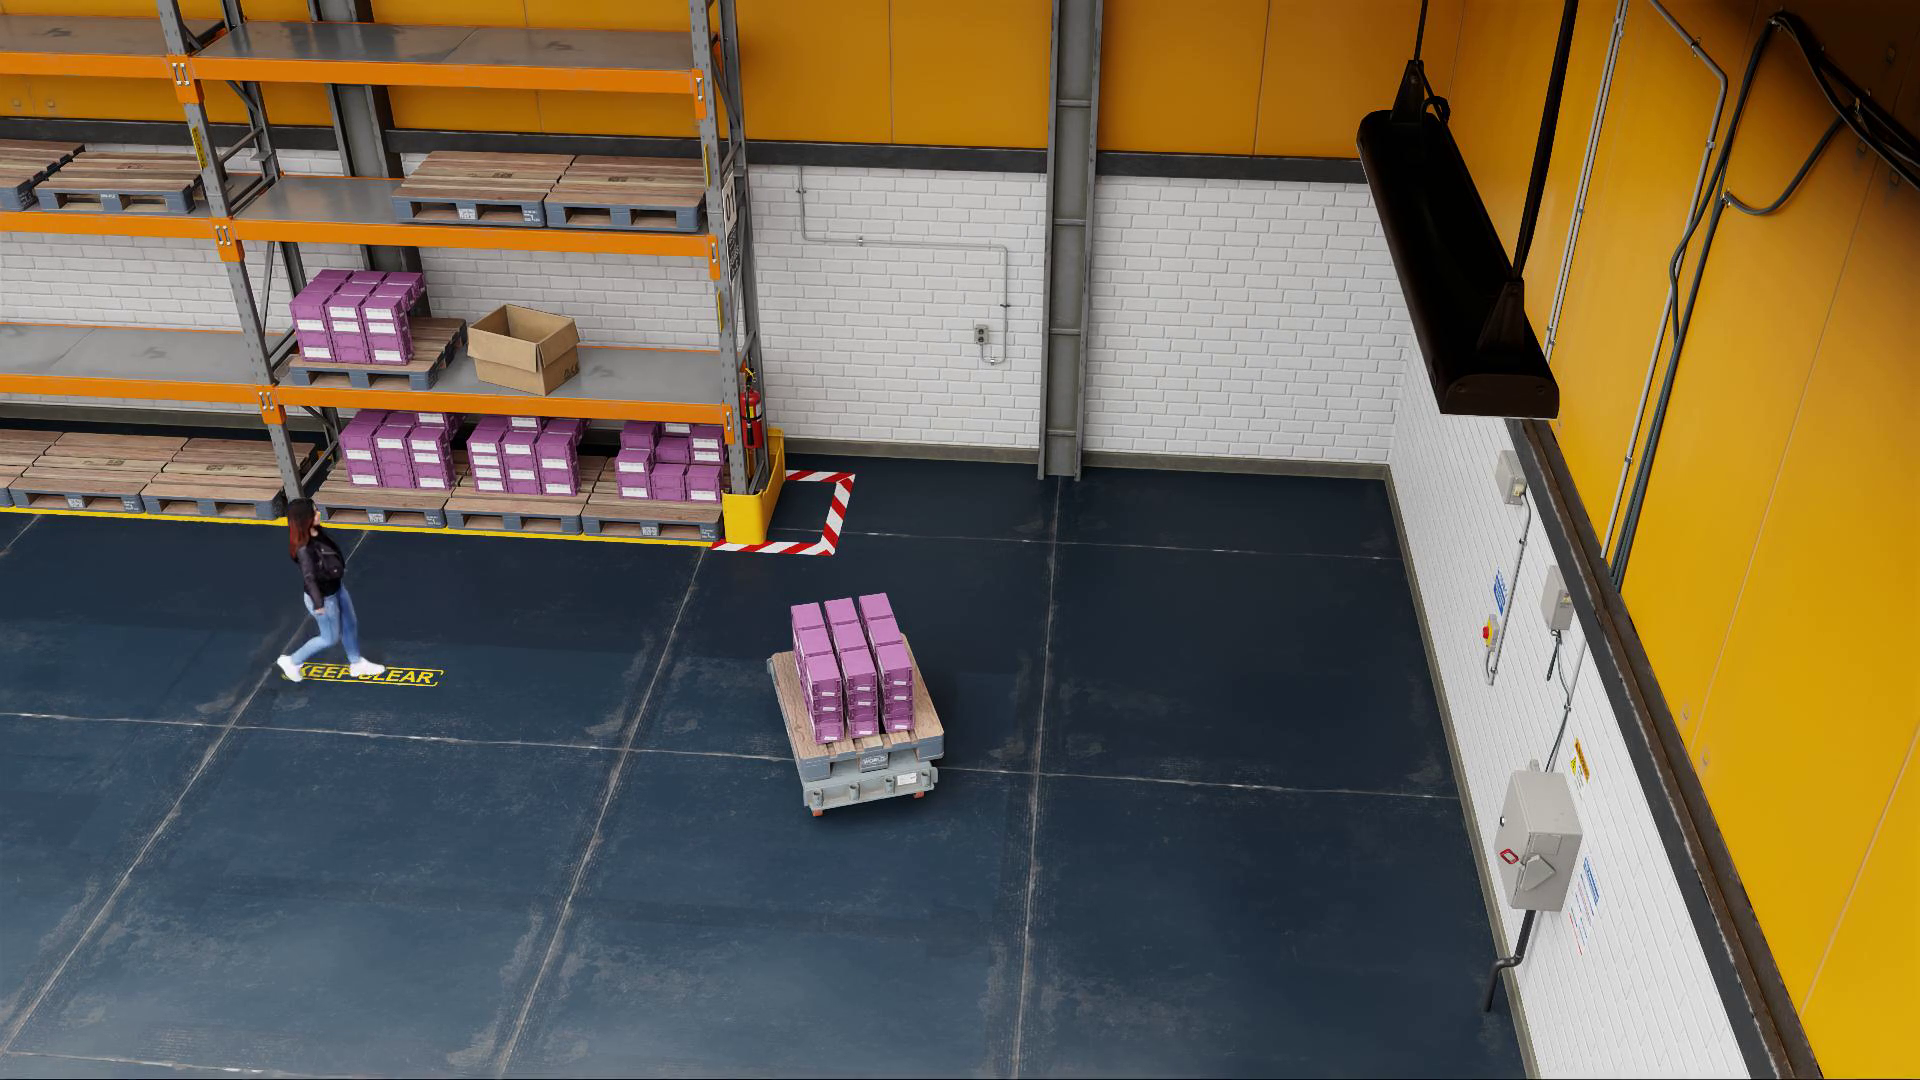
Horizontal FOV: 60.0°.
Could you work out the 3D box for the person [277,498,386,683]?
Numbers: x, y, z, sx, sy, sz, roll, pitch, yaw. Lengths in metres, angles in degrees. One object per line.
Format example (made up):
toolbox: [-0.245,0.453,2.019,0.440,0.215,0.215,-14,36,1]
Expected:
person: [-4.786,0.411,12.353,1.031,1.612,0.808,-7,34,-10]
